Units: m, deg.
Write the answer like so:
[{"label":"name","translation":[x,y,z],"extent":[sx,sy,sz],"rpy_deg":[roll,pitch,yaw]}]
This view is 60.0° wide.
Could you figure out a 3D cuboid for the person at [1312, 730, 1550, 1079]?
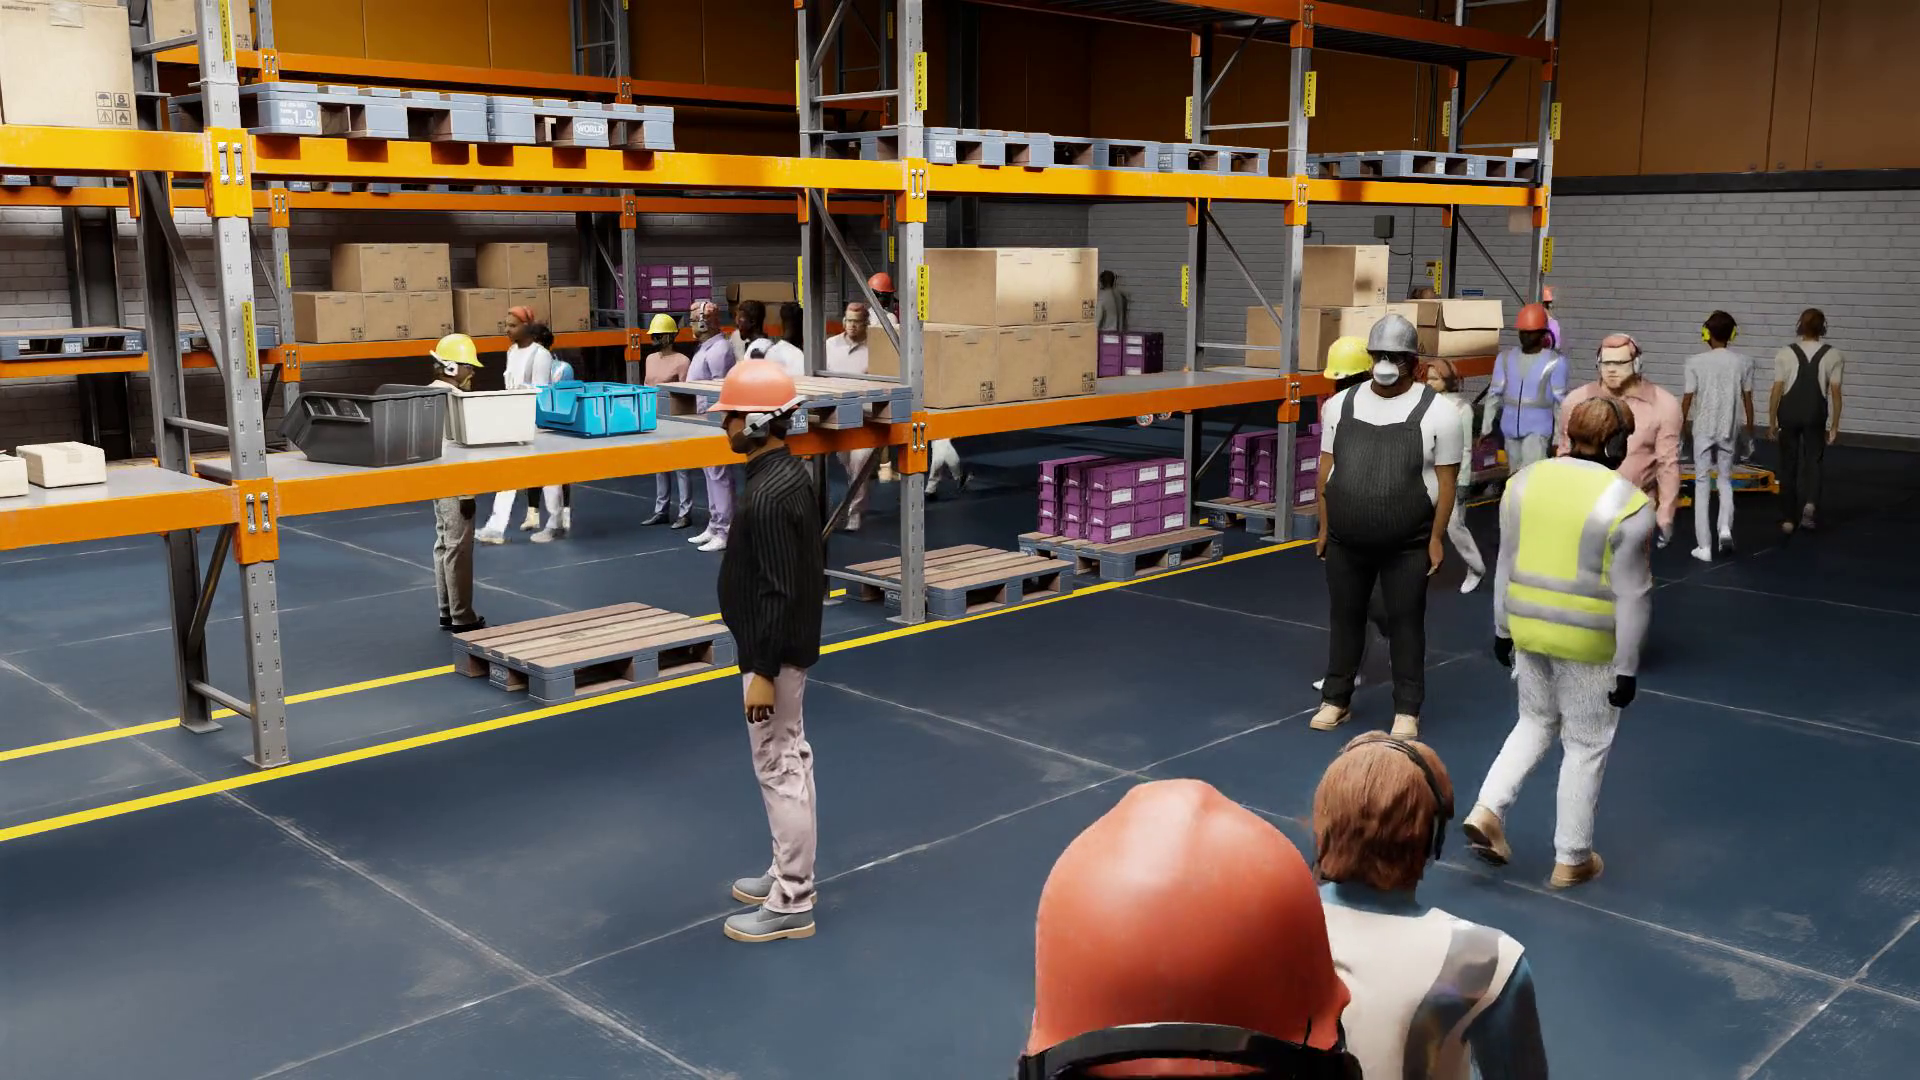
[{"label":"person","translation":[0.719,1.109,2.787],"extent":[0.536,1.610,0.767],"rpy_deg":[8,13,36]}]

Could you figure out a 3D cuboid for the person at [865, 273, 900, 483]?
[{"label":"person","translation":[-0.775,-1.579,16.246],"extent":[0.376,2.043,0.609],"rpy_deg":[-10,15,-44]}]

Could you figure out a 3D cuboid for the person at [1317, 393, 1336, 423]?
[{"label":"person","translation":[3.701,-1.461,16.364],"extent":[0.315,1.768,0.526],"rpy_deg":[-7,12,-32]}]

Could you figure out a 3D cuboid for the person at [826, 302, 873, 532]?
[{"label":"person","translation":[-0.860,-1.050,13.890],"extent":[0.655,1.868,0.937],"rpy_deg":[3,11,18]}]

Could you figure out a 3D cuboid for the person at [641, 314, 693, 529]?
[{"label":"person","translation":[-2.411,-0.971,13.686],"extent":[0.524,1.769,0.314],"rpy_deg":[7,13,34]}]

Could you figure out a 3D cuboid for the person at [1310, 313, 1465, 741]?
[{"label":"person","translation":[2.008,-0.057,7.953],"extent":[0.684,2.000,0.538],"rpy_deg":[6,12,29]}]

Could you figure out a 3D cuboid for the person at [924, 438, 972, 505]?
[{"label":"person","translation":[-0.144,-1.257,15.170],"extent":[0.603,1.799,0.879],"rpy_deg":[8,13,36]}]

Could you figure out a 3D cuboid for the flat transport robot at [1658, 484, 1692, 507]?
[{"label":"flat transport robot","translation":[5.977,-0.499,15.194],"extent":[0.652,0.197,1.431],"rpy_deg":[-2,11,-9]}]

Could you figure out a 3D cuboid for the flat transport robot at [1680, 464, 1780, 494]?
[{"label":"flat transport robot","translation":[6.973,-0.573,15.599],"extent":[1.431,0.197,0.652],"rpy_deg":[-1,10,-6]}]

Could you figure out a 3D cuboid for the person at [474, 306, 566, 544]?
[{"label":"person","translation":[-3.444,-0.863,12.853],"extent":[0.606,1.850,0.868],"rpy_deg":[10,14,43]}]

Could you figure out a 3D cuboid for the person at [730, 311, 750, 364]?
[{"label":"person","translation":[-2.496,-1.867,19.011],"extent":[0.781,1.606,0.495],"rpy_deg":[-8,13,-37]}]

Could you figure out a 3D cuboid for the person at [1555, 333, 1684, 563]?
[{"label":"person","translation":[3.512,-0.164,8.946],"extent":[0.665,1.889,0.431],"rpy_deg":[6,12,30]}]

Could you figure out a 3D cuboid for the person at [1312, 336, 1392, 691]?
[{"label":"person","translation":[2.185,-0.145,8.864],"extent":[0.670,1.892,0.639],"rpy_deg":[-5,12,-26]}]

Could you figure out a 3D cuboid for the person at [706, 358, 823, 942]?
[{"label":"person","translation":[-0.658,0.376,5.717],"extent":[0.387,1.992,0.626],"rpy_deg":[0,10,-1]}]

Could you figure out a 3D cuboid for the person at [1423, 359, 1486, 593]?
[{"label":"person","translation":[3.214,-0.404,11.027],"extent":[0.800,1.610,0.523],"rpy_deg":[-7,13,-34]}]

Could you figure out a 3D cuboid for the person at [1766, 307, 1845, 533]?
[{"label":"person","translation":[6.786,-0.950,13.388],"extent":[0.523,1.831,0.436],"rpy_deg":[5,11,24]}]

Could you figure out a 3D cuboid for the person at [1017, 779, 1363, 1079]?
[{"label":"person","translation":[0.148,1.202,1.263],"extent":[0.609,1.999,0.976],"rpy_deg":[3,11,17]}]

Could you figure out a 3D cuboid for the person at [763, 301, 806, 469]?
[{"label":"person","translation":[-1.276,-0.783,12.212],"extent":[0.549,1.928,0.694],"rpy_deg":[-5,11,-24]}]

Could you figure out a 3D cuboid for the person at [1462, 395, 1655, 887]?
[{"label":"person","translation":[2.208,0.387,6.103],"extent":[0.545,1.835,0.658],"rpy_deg":[-7,12,-33]}]

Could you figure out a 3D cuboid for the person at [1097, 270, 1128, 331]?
[{"label":"person","translation":[2.039,-2.782,23.128],"extent":[0.519,1.920,0.652],"rpy_deg":[10,14,42]}]

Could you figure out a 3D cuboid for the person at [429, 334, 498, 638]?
[{"label":"person","translation":[-3.016,-0.322,10.001],"extent":[0.403,1.822,0.588],"rpy_deg":[-6,12,-29]}]

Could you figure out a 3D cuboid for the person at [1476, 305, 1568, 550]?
[{"label":"person","translation":[4.237,-0.823,12.558],"extent":[0.562,1.877,1.005],"rpy_deg":[9,14,41]}]

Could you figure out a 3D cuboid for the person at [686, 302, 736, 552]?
[{"label":"person","translation":[-1.916,-0.866,12.745],"extent":[0.400,1.905,0.643],"rpy_deg":[-3,11,-16]}]

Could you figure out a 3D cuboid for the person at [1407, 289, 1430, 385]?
[{"label":"person","translation":[5.020,-1.832,18.271],"extent":[0.558,1.826,0.657],"rpy_deg":[5,11,24]}]

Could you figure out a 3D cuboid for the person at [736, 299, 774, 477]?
[{"label":"person","translation":[-1.574,-0.975,13.352],"extent":[0.543,1.906,0.594],"rpy_deg":[-1,10,-7]}]

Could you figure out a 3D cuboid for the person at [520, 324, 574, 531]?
[{"label":"person","translation":[-3.384,-0.909,13.536],"extent":[0.540,1.695,0.317],"rpy_deg":[1,10,4]}]

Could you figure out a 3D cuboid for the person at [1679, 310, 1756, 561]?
[{"label":"person","translation":[5.584,-0.762,12.303],"extent":[0.543,1.854,0.412],"rpy_deg":[2,11,10]}]

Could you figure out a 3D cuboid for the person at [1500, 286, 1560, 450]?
[{"label":"person","translation":[5.881,-1.666,17.133],"extent":[0.968,1.887,0.583],"rpy_deg":[2,11,10]}]
